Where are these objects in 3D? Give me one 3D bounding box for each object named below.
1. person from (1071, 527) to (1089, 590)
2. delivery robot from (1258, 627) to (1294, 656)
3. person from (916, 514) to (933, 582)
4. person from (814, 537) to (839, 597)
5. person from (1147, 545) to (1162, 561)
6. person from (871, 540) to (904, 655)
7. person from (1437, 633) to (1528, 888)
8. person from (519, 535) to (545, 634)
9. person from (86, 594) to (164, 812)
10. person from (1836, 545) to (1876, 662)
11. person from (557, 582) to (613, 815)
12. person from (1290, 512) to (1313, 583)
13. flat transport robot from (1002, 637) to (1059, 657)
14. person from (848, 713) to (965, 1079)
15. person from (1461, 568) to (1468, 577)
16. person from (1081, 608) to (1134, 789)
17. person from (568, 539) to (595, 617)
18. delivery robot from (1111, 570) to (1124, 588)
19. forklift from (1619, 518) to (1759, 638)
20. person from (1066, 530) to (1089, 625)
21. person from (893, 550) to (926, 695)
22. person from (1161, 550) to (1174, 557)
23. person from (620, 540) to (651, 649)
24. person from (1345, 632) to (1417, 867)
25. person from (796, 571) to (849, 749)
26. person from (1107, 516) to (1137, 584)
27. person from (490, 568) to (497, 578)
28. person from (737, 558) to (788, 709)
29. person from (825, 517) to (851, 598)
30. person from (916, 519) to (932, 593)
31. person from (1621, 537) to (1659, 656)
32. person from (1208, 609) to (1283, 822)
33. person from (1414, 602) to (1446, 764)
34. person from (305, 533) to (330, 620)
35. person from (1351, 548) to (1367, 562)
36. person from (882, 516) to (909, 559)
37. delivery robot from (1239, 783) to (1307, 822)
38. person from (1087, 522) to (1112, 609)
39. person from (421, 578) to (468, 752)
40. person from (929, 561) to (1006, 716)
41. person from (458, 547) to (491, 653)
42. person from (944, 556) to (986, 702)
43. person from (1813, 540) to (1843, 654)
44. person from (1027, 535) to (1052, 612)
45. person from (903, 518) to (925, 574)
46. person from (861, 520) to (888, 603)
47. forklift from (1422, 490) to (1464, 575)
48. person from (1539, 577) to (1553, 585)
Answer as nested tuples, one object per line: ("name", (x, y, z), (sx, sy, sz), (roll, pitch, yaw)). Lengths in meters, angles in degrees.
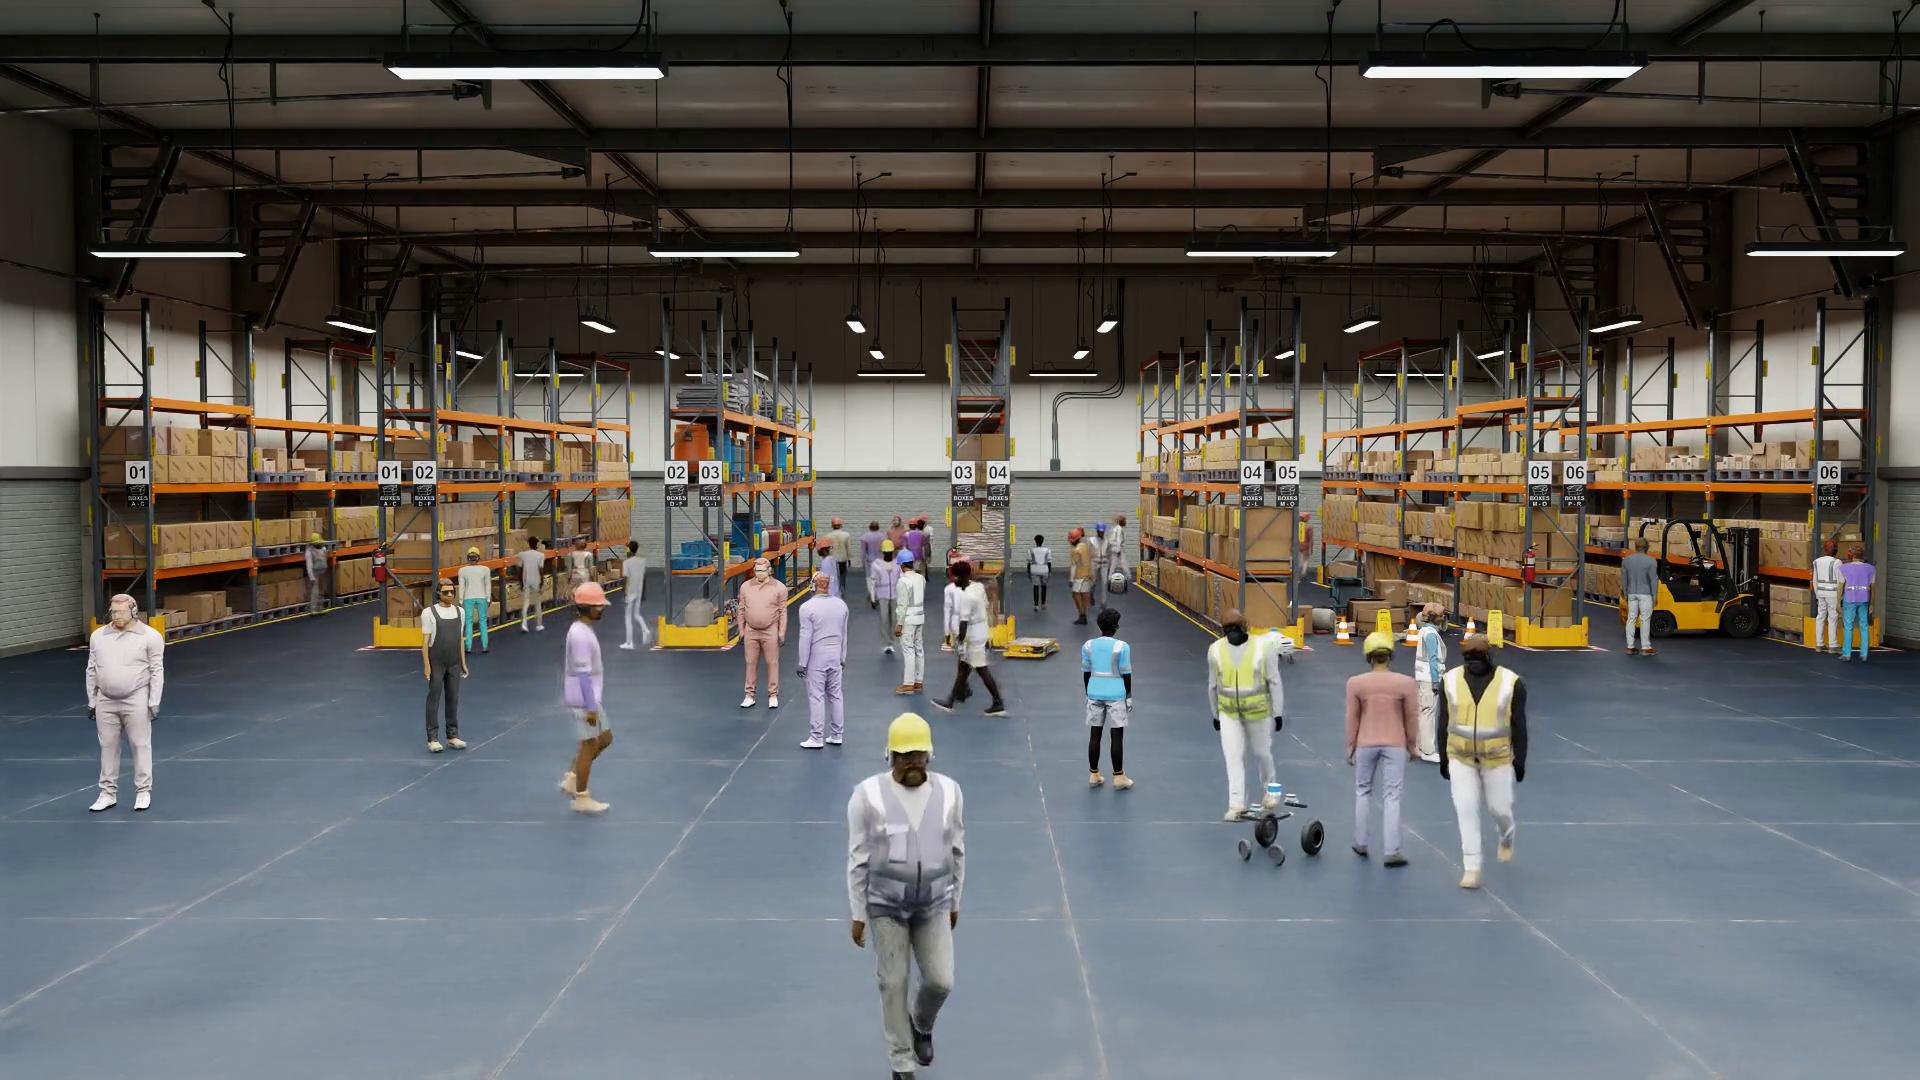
("person", (3.080, 0.481, 41.327), (0.497, 1.634, 0.279), (0, 2, 8))
("delivery robot", (4.939, 1.620, 25.403), (0.477, 0.478, 0.707), (-1, 2, -23))
("person", (-0.986, 0.236, 44.484), (0.565, 1.878, 0.692), (2, 3, 39))
("person", (-2.298, 0.916, 27.119), (0.777, 1.905, 0.548), (0, 2, 3))
("person", (5.536, 0.189, 45.836), (0.604, 1.871, 1.009), (-1, 2, -20))
("person", (-1.151, 0.944, 26.585), (0.610, 1.873, 0.973), (0, 2, -12))
("person", (3.808, 1.574, 11.771), (0.641, 1.809, 0.735), (1, 3, 26))
("person", (-8.063, 0.823, 30.331), (0.534, 1.833, 0.940), (0, 2, 0))
("person", (-7.375, 1.424, 14.228), (0.639, 1.908, 0.409), (0, 2, -6))
("person", (14.199, 1.008, 25.574), (0.564, 1.840, 0.376), (0, 2, 6))
("person", (-3.215, 1.372, 14.037), (0.425, 2.023, 0.630), (0, 2, -11))
("person", (9.409, 0.211, 44.277), (0.679, 1.936, 0.840), (1, 3, 30))
("flat transport robot", (1.172, 1.760, 26.549), (0.652, 0.197, 1.431), (1, 2, 15))
("person", (-0.255, 1.724, 7.735), (0.598, 1.817, 0.456), (-1, 2, -15))
("person", (11.555, 0.506, 36.427), (0.629, 1.986, 1.070), (0, 2, 0))
("person", (1.396, 1.489, 15.229), (0.533, 1.693, 0.319), (2, 3, 35))
("person", (-7.860, 0.790, 33.586), (0.548, 1.618, 0.597), (0, 2, 3))
("delivery robot", (3.977, 1.009, 40.772), (0.477, 0.478, 0.707), (0, 2, 5))
("forklift", (13.417, 0.684, 29.791), (2.313, 2.155, 1.214), (0, 2, 0))
("person", (2.357, 0.736, 31.915), (0.382, 1.885, 0.669), (1, 3, 29))
("person", (-0.690, 1.105, 21.822), (0.402, 1.940, 0.602), (1, 3, 28))
("person", (5.772, 0.252, 44.843), (0.613, 1.811, 0.478), (-2, 3, -40))
("person", (-5.510, 0.928, 27.410), (0.504, 1.848, 0.608), (2, 3, 40))
("person", (3.220, 1.587, 12.362), (0.539, 1.737, 0.590), (1, 2, 16))
("person", (-1.513, 1.294, 17.482), (0.642, 1.909, 0.399), (-2, 3, -44))
("person", (4.426, 0.282, 43.918), (0.949, 1.839, 0.632), (0, 2, -10))
("person", (-10.865, 0.520, 36.860), (0.622, 1.908, 0.531), (0, 2, 3))
("person", (-2.517, 1.177, 20.495), (0.640, 1.904, 0.409), (0, 2, 6))
("person", (-2.881, 0.443, 38.032), (0.631, 1.973, 0.571), (0, 2, -7))
("person", (-0.964, 0.406, 40.577), (0.533, 1.854, 0.414), (0, 2, 7))
("person", (11.188, 0.919, 26.536), (0.358, 1.937, 0.636), (-2, 3, -34))
("person", (2.500, 1.492, 14.060), (0.685, 1.804, 0.853), (1, 2, 24))
("person", (4.846, 1.459, 16.644), (0.310, 1.640, 0.514), (0, 2, 5))
("person", (-13.182, 0.733, 33.152), (0.455, 1.785, 0.693), (1, 2, 13))
("person", (11.015, 0.268, 44.723), (0.909, 1.796, 0.614), (2, 3, 39))
("person", (-1.740, 0.291, 43.374), (0.659, 1.853, 1.009), (1, 2, 18))
("delivery robot", (2.431, 2.004, 12.504), (0.335, 0.223, 0.698), (2, 3, 43))
("person", (3.070, 0.557, 35.822), (0.617, 1.924, 0.729), (0, 2, -8))
("person", (-5.526, 1.330, 17.337), (0.346, 1.846, 0.505), (2, 3, 41))
("person", (0.115, 1.205, 19.709), (0.980, 1.899, 0.628), (0, 2, 11))
("person", (-8.055, 0.997, 26.796), (0.524, 1.760, 0.326), (-1, 2, -21))
("person", (0.050, 1.153, 21.150), (0.537, 1.902, 0.934), (1, 2, 14))
("person", (14.453, 0.935, 26.830), (0.356, 1.883, 0.574), (-1, 2, -18))
("person", (1.717, 0.722, 35.105), (0.538, 1.636, 0.898), (0, 2, -1))
("person", (-1.147, 0.414, 39.704), (0.552, 1.901, 0.875), (0, 2, -7))
("person", (-1.969, 0.499, 37.282), (0.635, 1.923, 0.437), (0, 2, -8))
("forklift", (13.926, -0.371, 47.846), (1.873, 2.768, 1.129), (0, 2, 0))
("person", (13.198, 0.627, 36.448), (0.320, 1.737, 0.483), (-1, 3, -25))
